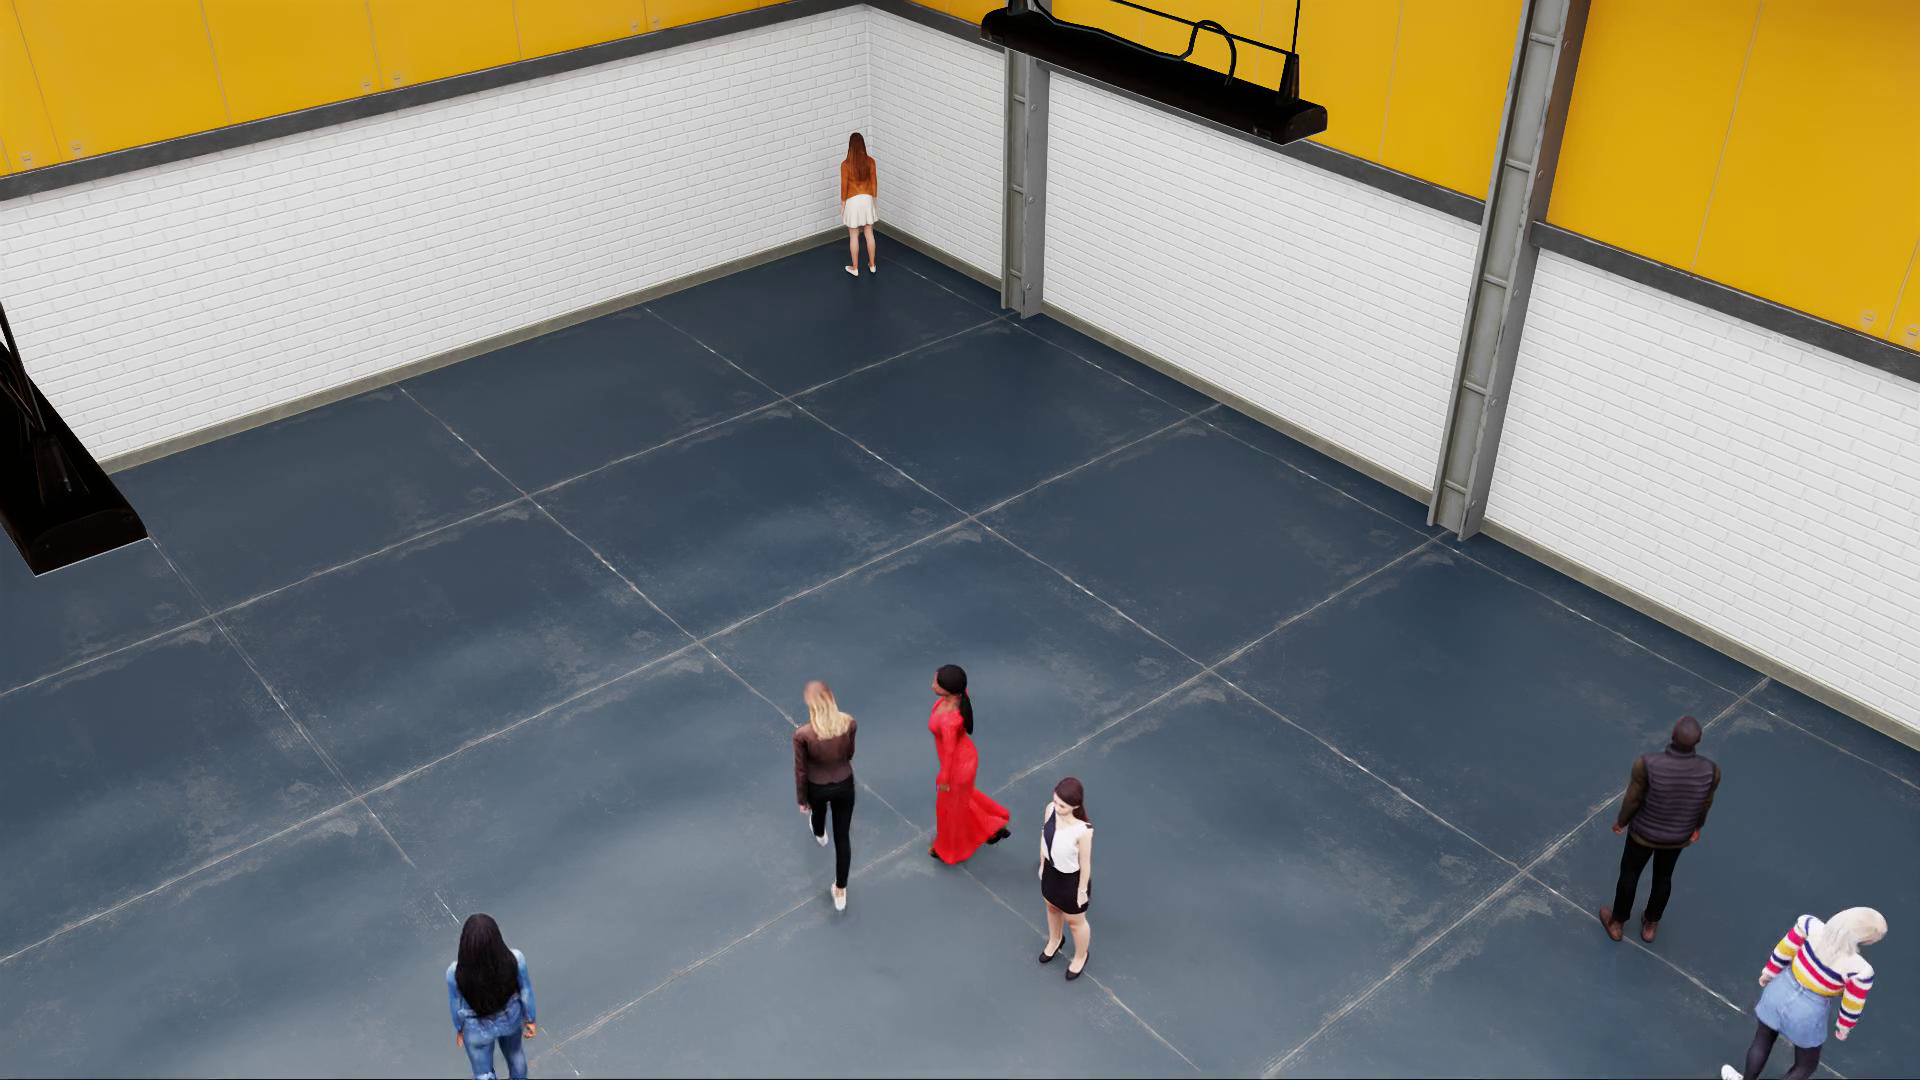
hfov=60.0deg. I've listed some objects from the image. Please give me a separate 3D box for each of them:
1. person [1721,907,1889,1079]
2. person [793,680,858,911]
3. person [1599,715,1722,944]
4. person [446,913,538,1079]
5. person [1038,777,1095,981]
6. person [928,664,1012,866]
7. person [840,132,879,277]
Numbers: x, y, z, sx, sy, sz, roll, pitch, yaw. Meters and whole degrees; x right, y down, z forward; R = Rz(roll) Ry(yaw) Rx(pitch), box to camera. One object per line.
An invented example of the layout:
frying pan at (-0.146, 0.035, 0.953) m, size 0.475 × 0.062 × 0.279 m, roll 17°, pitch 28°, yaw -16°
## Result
person at (4.777, 2.665, 9.584) m, size 0.508 × 1.779 × 0.820 m, roll 25°, pitch 41°, yaw 33°
person at (-0.846, 1.732, 11.111) m, size 0.919 × 1.642 × 1.207 m, roll -9°, pitch 35°, yaw -13°
person at (4.509, 1.868, 10.733) m, size 0.758 × 1.835 × 0.829 m, roll 4°, pitch 34°, yaw 6°
person at (-2.618, 2.822, 9.421) m, size 0.768 × 1.698 × 1.026 m, roll -14°, pitch 36°, yaw -20°
person at (0.674, 2.130, 10.509) m, size 0.610 × 1.647 × 0.469 m, roll -27°, pitch 42°, yaw -35°
person at (0.048, 1.551, 11.270) m, size 0.949 × 1.768 × 0.879 m, roll 7°, pitch 34°, yaw 11°
person at (-1.184, -3.962, 19.607) m, size 0.687 × 1.721 × 0.660 m, roll -13°, pitch 36°, yaw -19°
